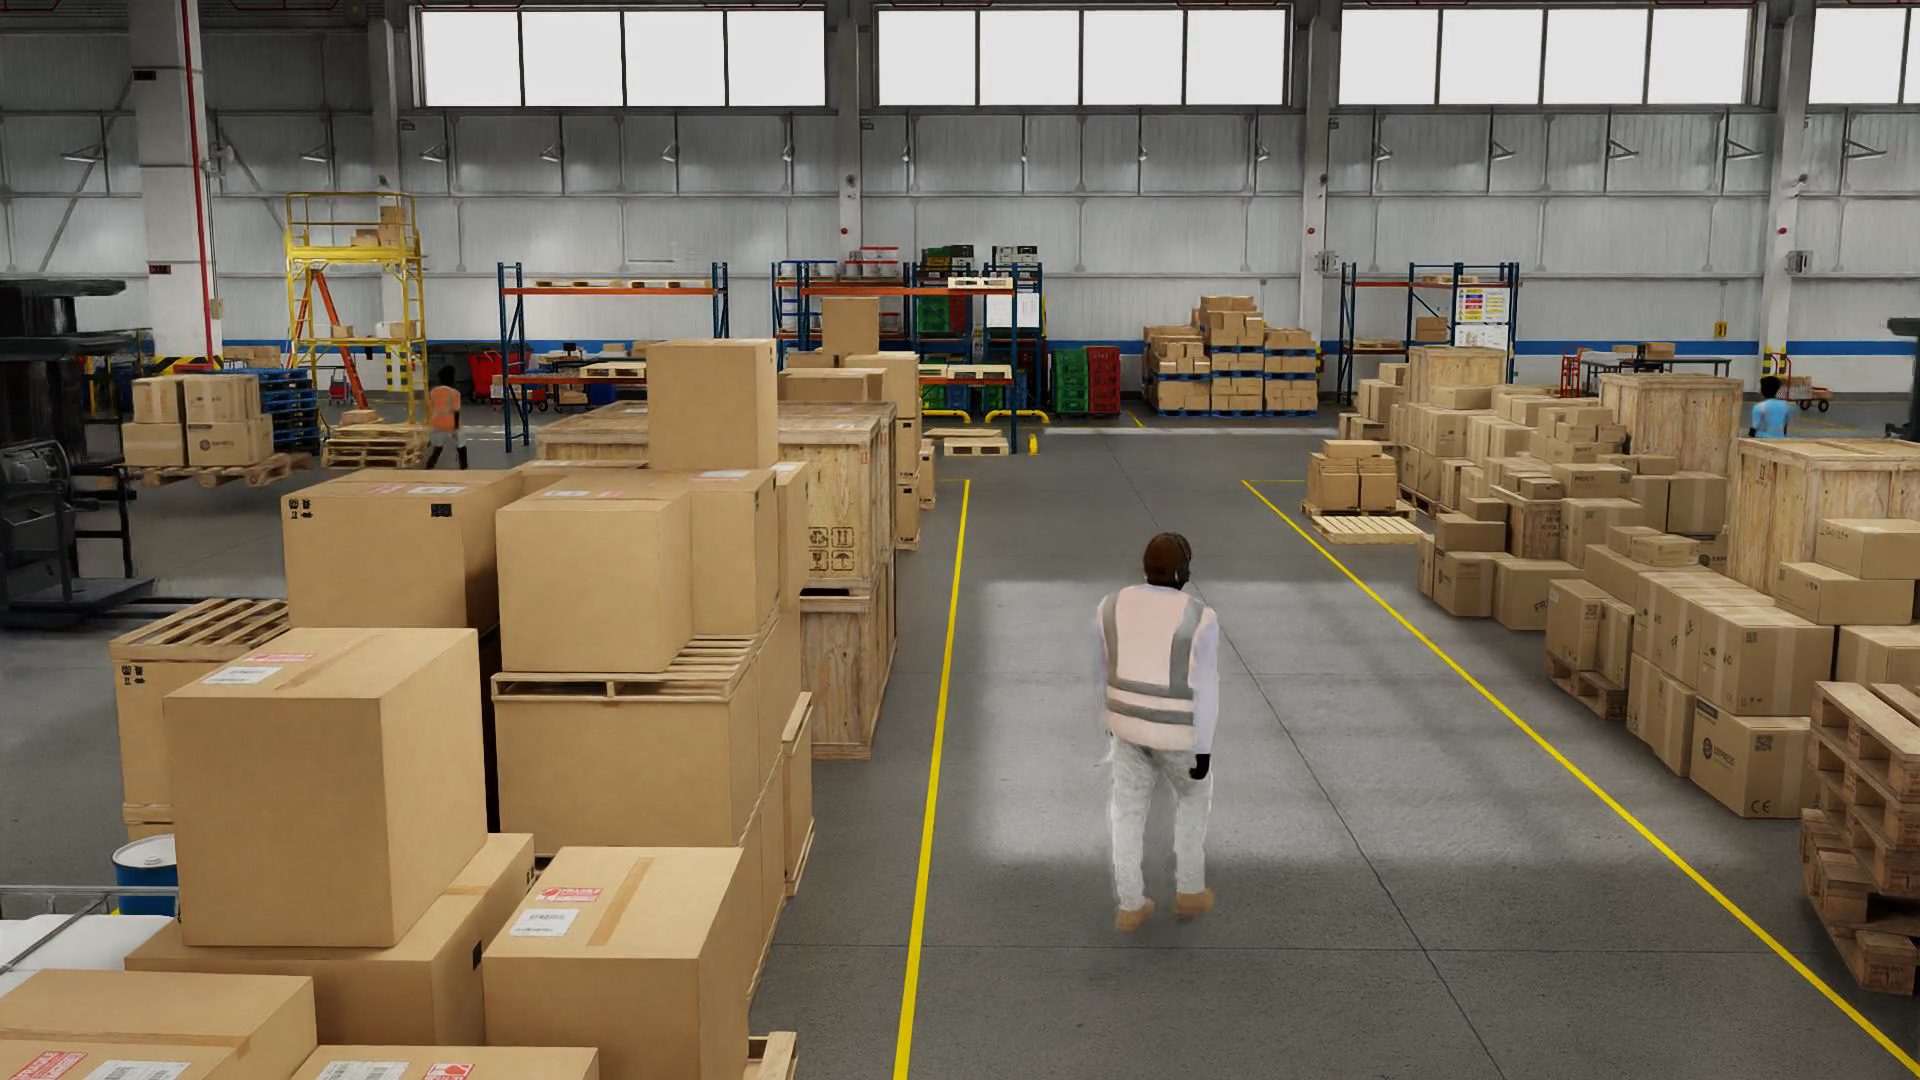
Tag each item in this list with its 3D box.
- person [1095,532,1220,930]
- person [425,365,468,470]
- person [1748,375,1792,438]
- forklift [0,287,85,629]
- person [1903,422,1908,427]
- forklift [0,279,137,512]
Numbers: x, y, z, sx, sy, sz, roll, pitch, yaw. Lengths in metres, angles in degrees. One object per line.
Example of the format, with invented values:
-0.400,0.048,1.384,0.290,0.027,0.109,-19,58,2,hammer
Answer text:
0.948,0.858,7.666,0.643,1.820,0.662,6,11,30,person
-6.957,-1.532,22.467,0.531,1.656,0.860,4,10,24,person
9.705,-1.134,19.962,0.547,1.687,0.479,-2,10,-11,person
-8.158,-0.722,13.961,1.873,2.768,1.129,0,9,1,forklift
16.374,-2.574,27.965,0.733,1.906,0.556,-2,10,-10,person
-11.343,-1.774,20.260,1.873,2.768,1.129,0,9,-2,forklift
